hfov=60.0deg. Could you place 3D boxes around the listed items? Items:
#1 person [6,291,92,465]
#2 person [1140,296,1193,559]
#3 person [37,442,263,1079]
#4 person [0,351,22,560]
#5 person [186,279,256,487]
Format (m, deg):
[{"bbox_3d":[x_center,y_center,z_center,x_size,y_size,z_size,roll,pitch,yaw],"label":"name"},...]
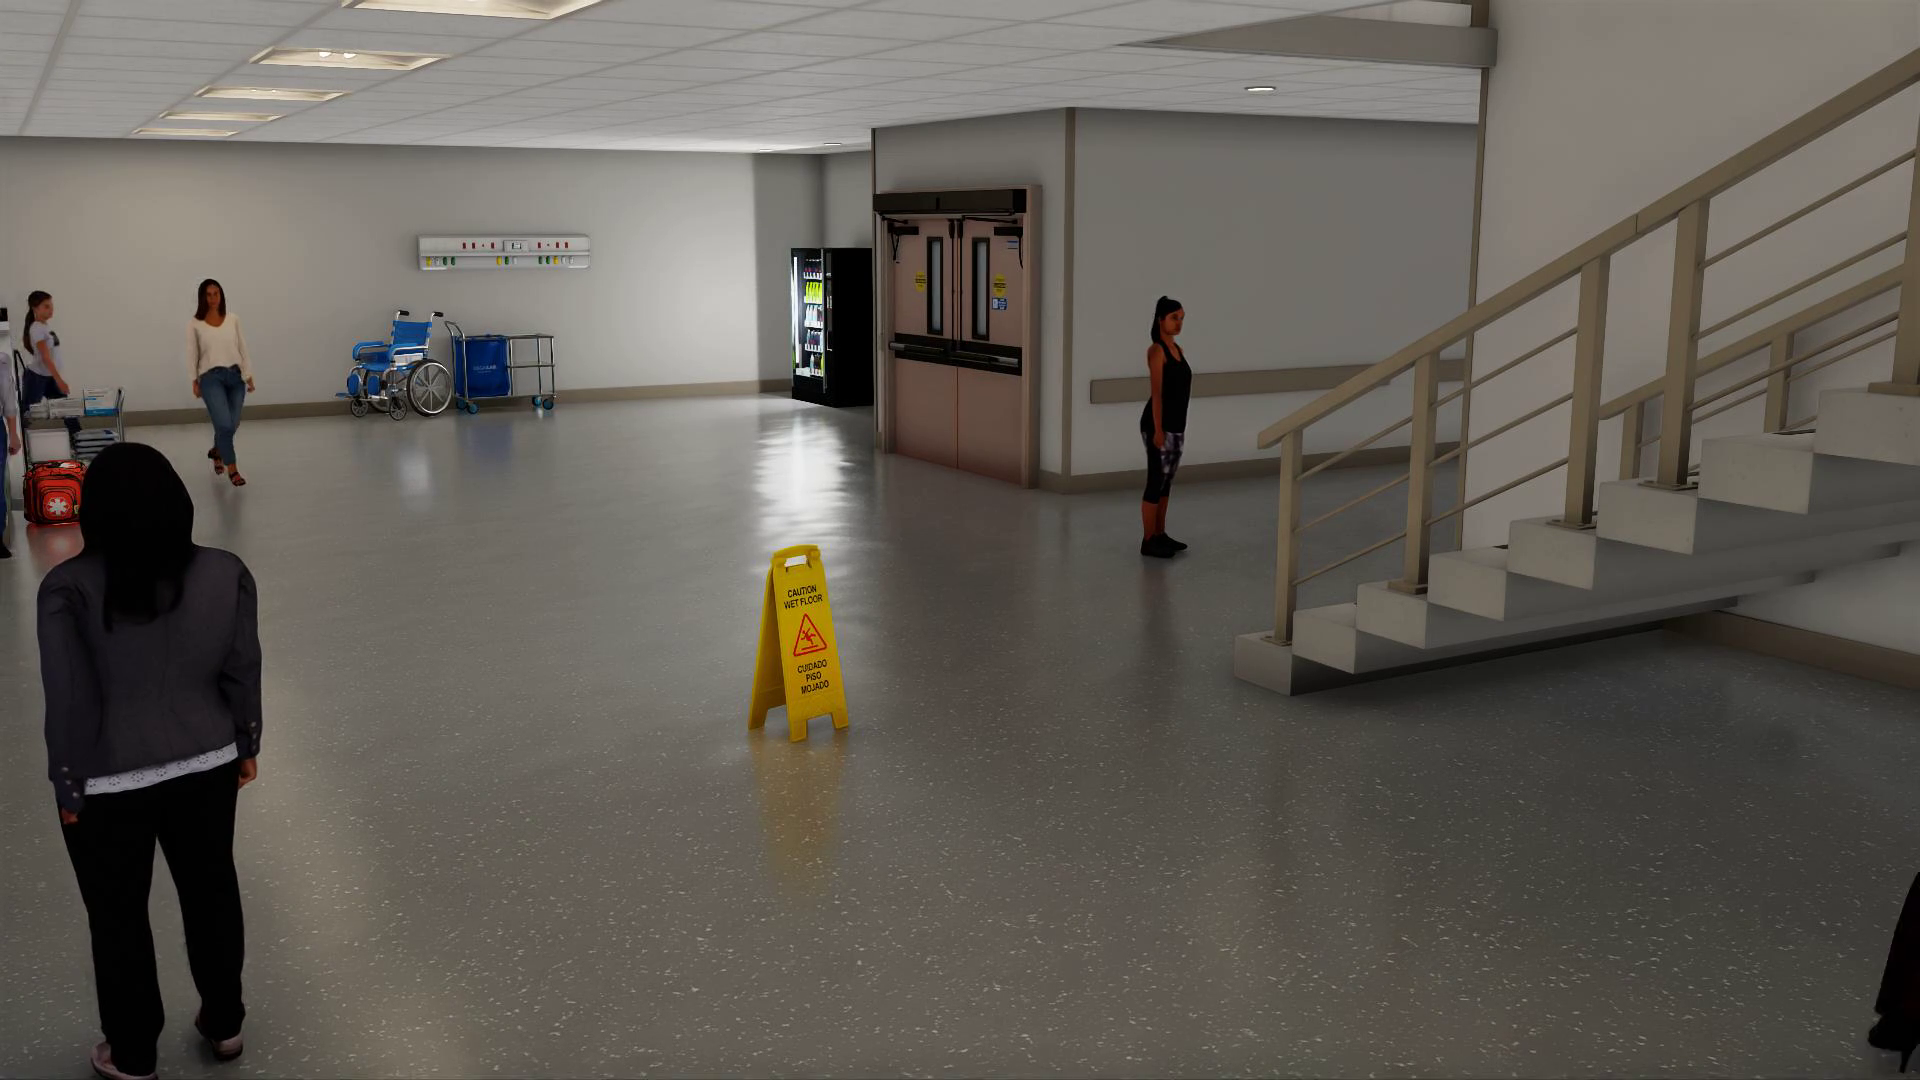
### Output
[{"bbox_3d":[-8.020,-1.359,14.386,0.855,1.519,1.117,-2,11,-12],"label":"person"},{"bbox_3d":[1.313,-0.739,10.734,0.675,1.662,0.654,6,12,27],"label":"person"},{"bbox_3d":[-1.997,0.552,4.107,0.756,1.597,0.751,10,15,42],"label":"person"},{"bbox_3d":[-6.158,-0.638,10.377,0.838,1.598,0.739,-1,11,-4],"label":"person"},{"bbox_3d":[-6.058,-1.278,13.609,0.761,1.650,1.112,-10,14,-42],"label":"person"}]
